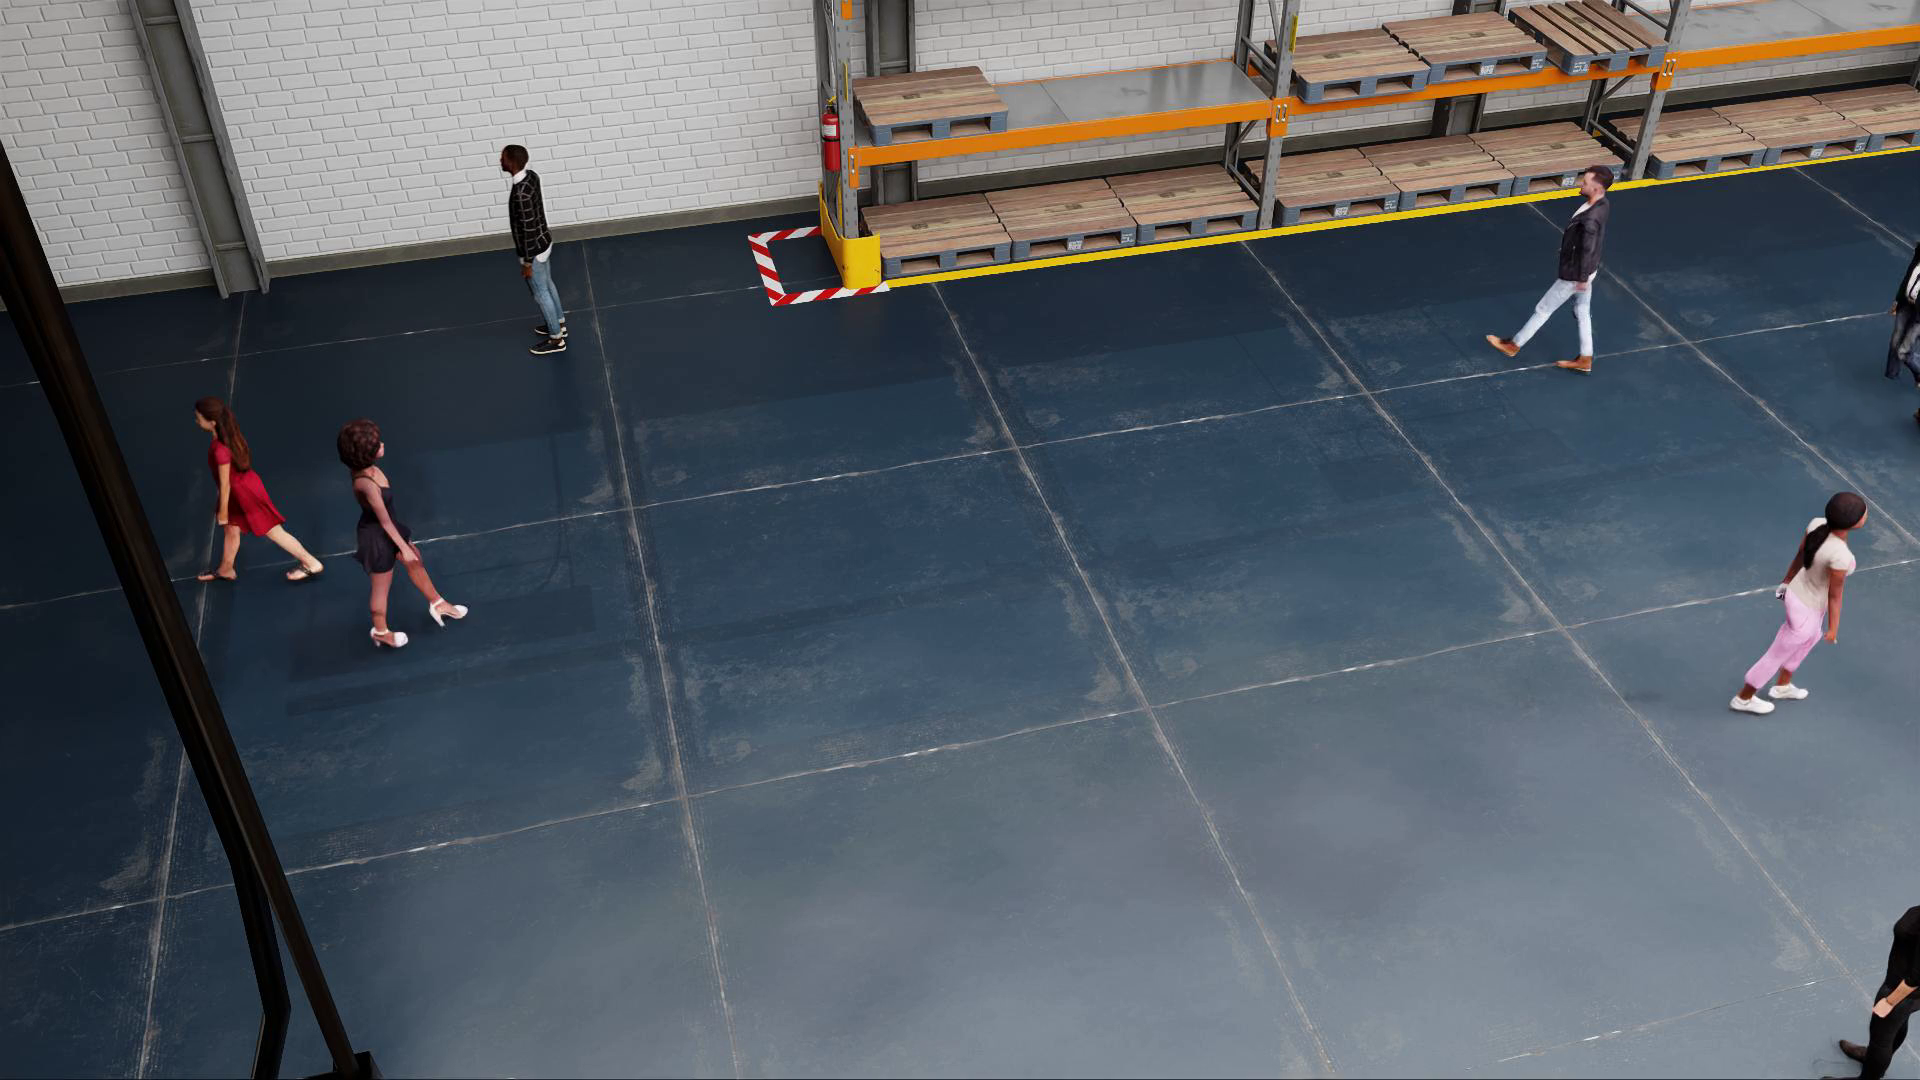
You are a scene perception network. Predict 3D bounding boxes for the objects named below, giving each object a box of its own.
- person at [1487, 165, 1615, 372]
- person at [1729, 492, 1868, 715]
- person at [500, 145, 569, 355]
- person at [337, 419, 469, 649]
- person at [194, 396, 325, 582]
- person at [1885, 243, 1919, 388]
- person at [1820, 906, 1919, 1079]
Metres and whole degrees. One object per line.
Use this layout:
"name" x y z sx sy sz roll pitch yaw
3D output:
"person" 5.037 -2.124 13.328 1.160 1.804 1.115 21 43 24
"person" 5.093 0.412 10.216 0.835 1.725 0.737 2 39 2
"person" -3.491 -2.397 13.657 0.621 1.820 0.719 -1 39 -2
"person" -3.798 0.026 10.664 0.889 1.768 0.644 -14 41 -16
"person" -4.782 -0.298 11.282 1.062 1.503 0.552 -10 40 -13
"person" 7.816 -1.806 13.346 0.733 1.765 0.794 -3 39 -4
"person" 4.634 2.153 8.104 0.725 1.641 0.615 31 48 33
